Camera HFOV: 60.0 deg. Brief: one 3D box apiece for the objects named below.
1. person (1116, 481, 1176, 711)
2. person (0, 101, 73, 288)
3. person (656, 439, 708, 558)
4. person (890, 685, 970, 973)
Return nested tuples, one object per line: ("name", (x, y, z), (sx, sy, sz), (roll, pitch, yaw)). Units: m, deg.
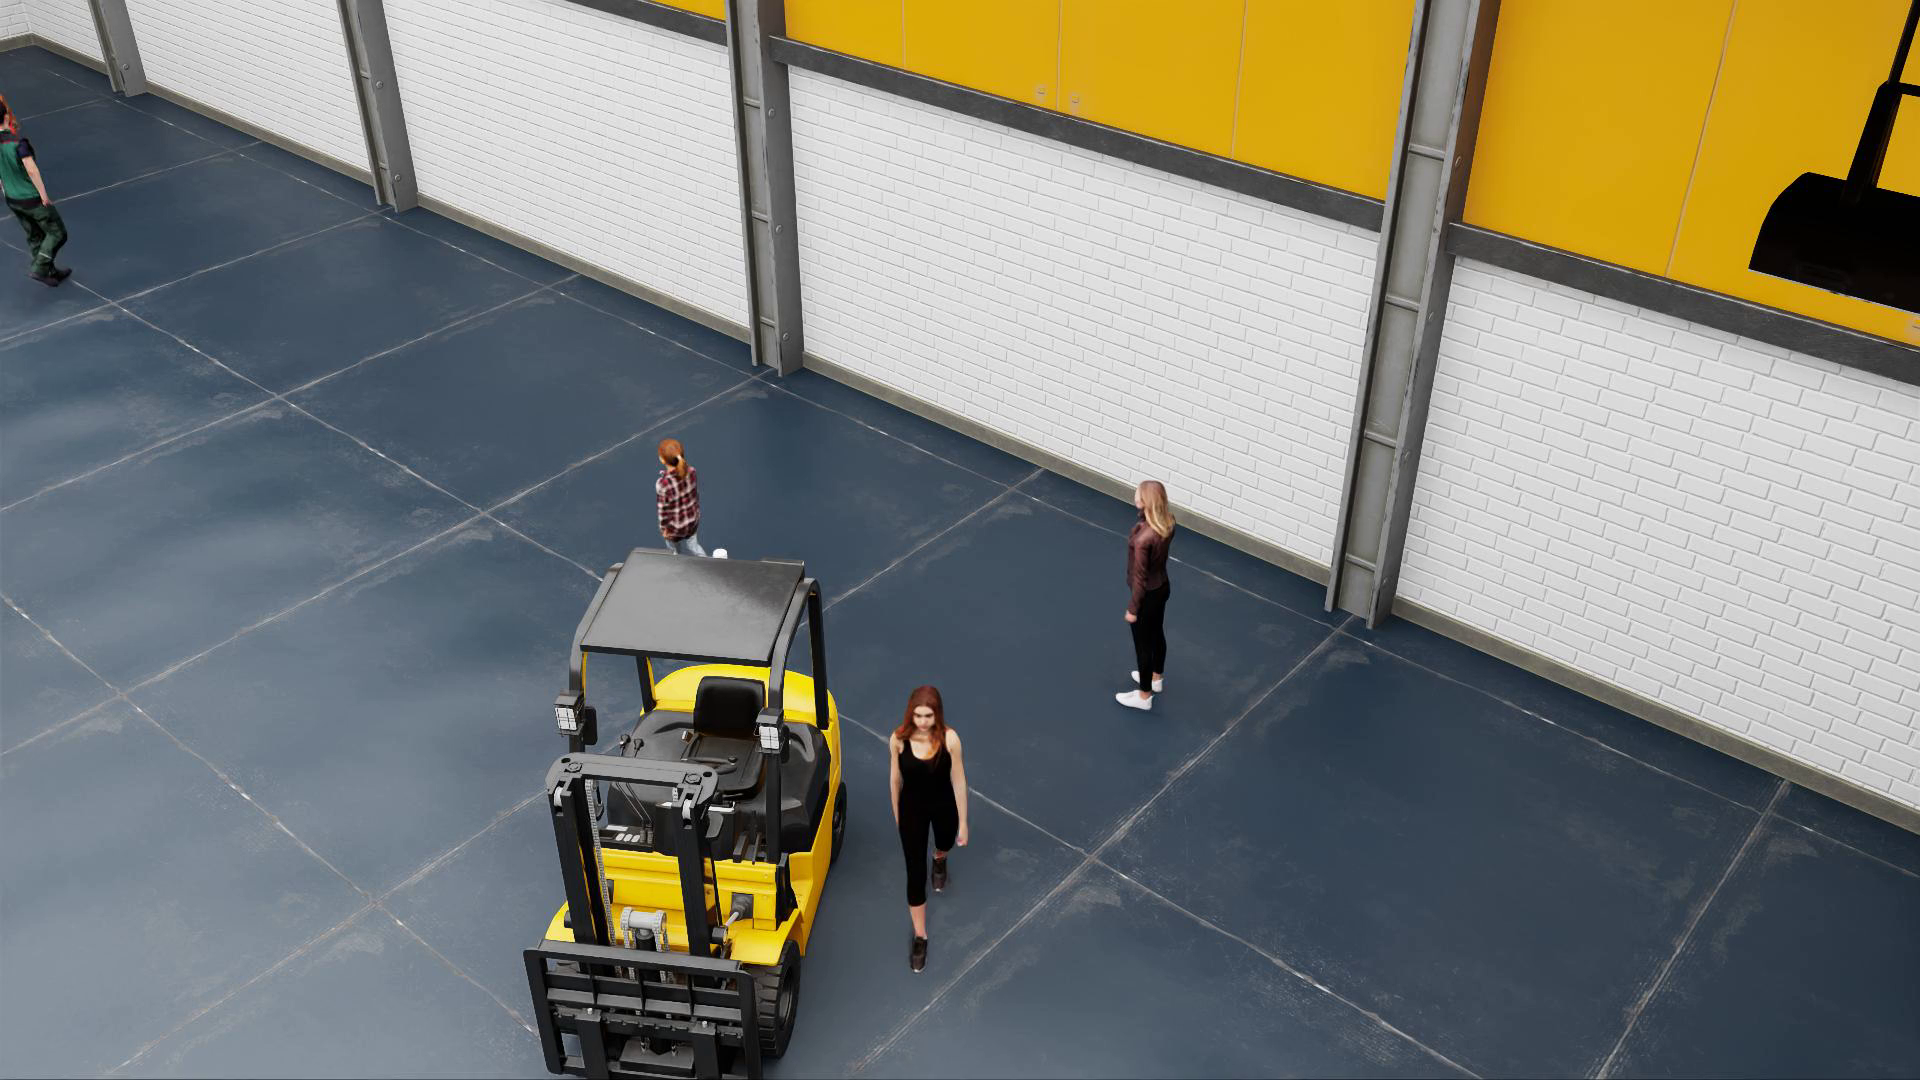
("person", (1.238, 0.356, 10.873), (0.552, 1.703, 0.638), (18, 38, 25))
("person", (-9.161, -3.325, 16.239), (0.911, 1.893, 0.942), (9, 35, 13))
("person", (-1.974, -0.138, 11.983), (0.567, 1.296, 0.782), (-29, 43, -36))
("person", (-0.150, 1.452, 9.237), (1.128, 1.689, 1.105), (1, 34, 1))
